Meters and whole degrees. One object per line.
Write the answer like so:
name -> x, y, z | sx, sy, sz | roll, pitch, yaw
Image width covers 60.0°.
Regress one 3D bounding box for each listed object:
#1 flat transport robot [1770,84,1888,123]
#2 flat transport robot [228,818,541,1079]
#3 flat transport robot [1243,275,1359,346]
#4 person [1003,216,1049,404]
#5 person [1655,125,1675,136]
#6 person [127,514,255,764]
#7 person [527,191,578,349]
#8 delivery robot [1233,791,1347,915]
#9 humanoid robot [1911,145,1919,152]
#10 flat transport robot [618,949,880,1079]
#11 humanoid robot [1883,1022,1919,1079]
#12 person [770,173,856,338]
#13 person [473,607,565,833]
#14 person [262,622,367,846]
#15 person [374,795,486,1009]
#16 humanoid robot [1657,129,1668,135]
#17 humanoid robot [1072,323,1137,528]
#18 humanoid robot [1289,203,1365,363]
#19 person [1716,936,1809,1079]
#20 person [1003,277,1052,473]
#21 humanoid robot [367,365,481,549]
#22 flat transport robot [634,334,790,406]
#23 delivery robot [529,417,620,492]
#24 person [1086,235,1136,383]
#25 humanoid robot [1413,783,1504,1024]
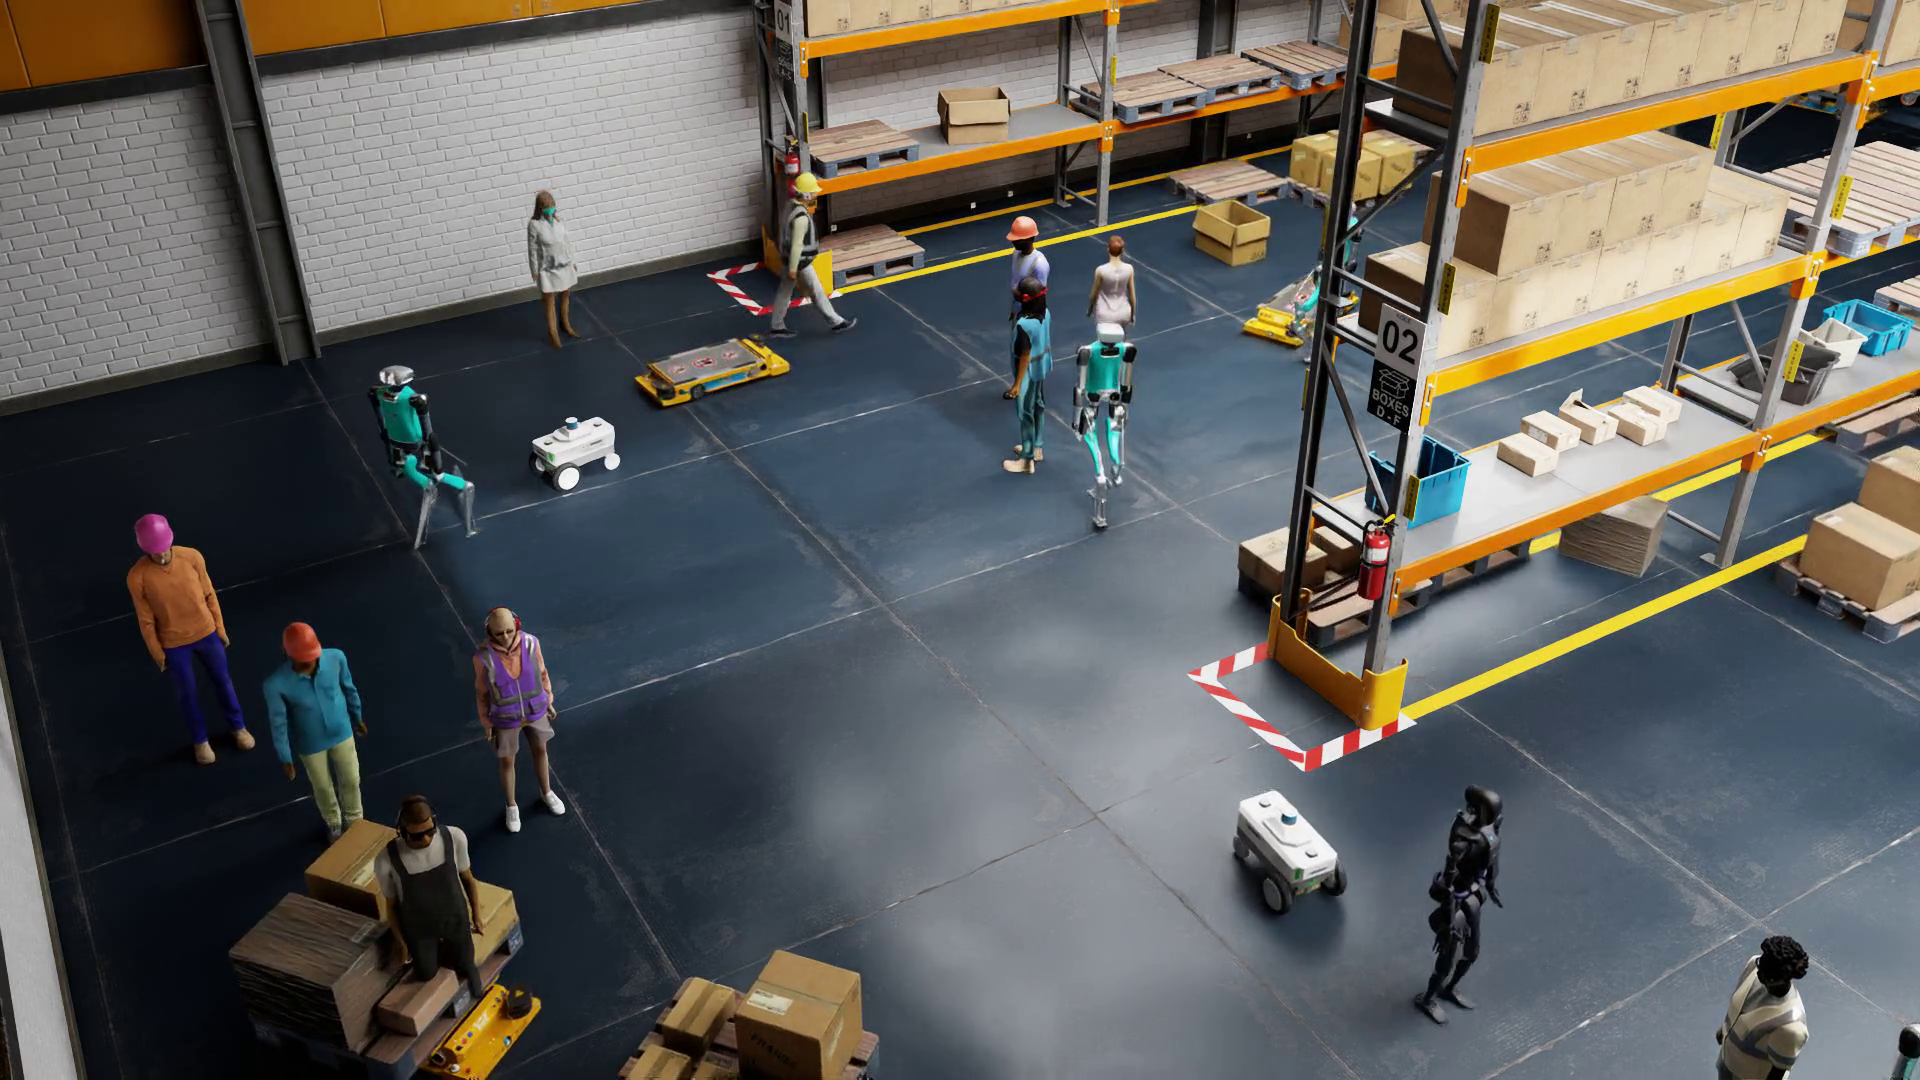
flat transport robot -> 12.671, -6.380, 24.259 | 0.659, 0.231, 1.431 | -26, 40, -35
flat transport robot -> -3.253, 2.720, 9.745 | 1.431, 0.231, 0.659 | 12, 34, 18
flat transport robot -> 3.727, -2.505, 18.080 | 0.659, 0.231, 1.431 | 22, 38, 31
person -> 0.626, -2.193, 16.024 | 0.382, 1.931, 0.540 | -17, 36, -25
person -> 8.733, -5.077, 20.724 | 0.741, 1.818, 0.568 | 13, 34, 20
person -> -5.317, 0.662, 11.430 | 0.516, 1.974, 0.398 | -24, 39, -33
person -> -4.243, -2.839, 17.320 | 0.510, 1.660, 0.483 | -24, 39, -33
delivery robot -> 2.095, 1.984, 10.666 | 0.499, 0.611, 0.815 | -14, 35, -21
humanoid robot -> 13.284, -5.771, 21.896 | 0.994, 1.721, 0.565 | 18, 36, 26
flat transport robot -> -1.215, 3.179, 9.014 | 0.659, 0.231, 1.431 | 12, 34, 18
humanoid robot -> 4.357, 3.068, 7.859 | 1.032, 1.777, 0.546 | -20, 37, -28
person -> -1.594, -2.965, 17.386 | 0.980, 1.767, 0.617 | -9, 33, -15
person -> -2.896, 1.150, 10.906 | 0.493, 1.693, 0.341 | -18, 36, -26
person -> -4.079, 1.273, 10.670 | 0.598, 1.734, 0.476 | -26, 40, -35
person -> -2.896, 2.131, 9.216 | 0.499, 1.839, 0.344 | -18, 36, -26
humanoid robot -> 7.863, -3.911, 18.998 | 0.612, 1.638, 0.406 | 1, 32, 2
humanoid robot -> 1.283, -0.919, 14.191 | 0.562, 1.782, 0.885 | -9, 33, -14
humanoid robot -> 3.612, -2.501, 16.752 | 0.670, 1.868, 0.540 | -15, 35, -22
person -> 4.038, 2.663, 8.502 | 0.320, 1.693, 0.534 | 1, 32, 1
person -> 0.621, -1.487, 14.953 | 0.388, 1.866, 0.530 | 13, 34, 20
humanoid robot -> -4.424, -0.732, 13.911 | 0.530, 1.804, 0.801 | 10, 34, 16
flat transport robot -> -2.508, -1.723, 16.832 | 1.431, 0.231, 0.659 | -20, 37, -29
delivery robot -> -3.524, -0.812, 15.124 | 0.788, 0.610, 0.499 | -26, 40, -35
person -> 1.471, -2.208, 16.314 | 0.421, 1.632, 0.589 | -11, 34, -18
humanoid robot -> 2.878, 2.058, 9.473 | 0.344, 1.650, 0.589 | 26, 41, 35
